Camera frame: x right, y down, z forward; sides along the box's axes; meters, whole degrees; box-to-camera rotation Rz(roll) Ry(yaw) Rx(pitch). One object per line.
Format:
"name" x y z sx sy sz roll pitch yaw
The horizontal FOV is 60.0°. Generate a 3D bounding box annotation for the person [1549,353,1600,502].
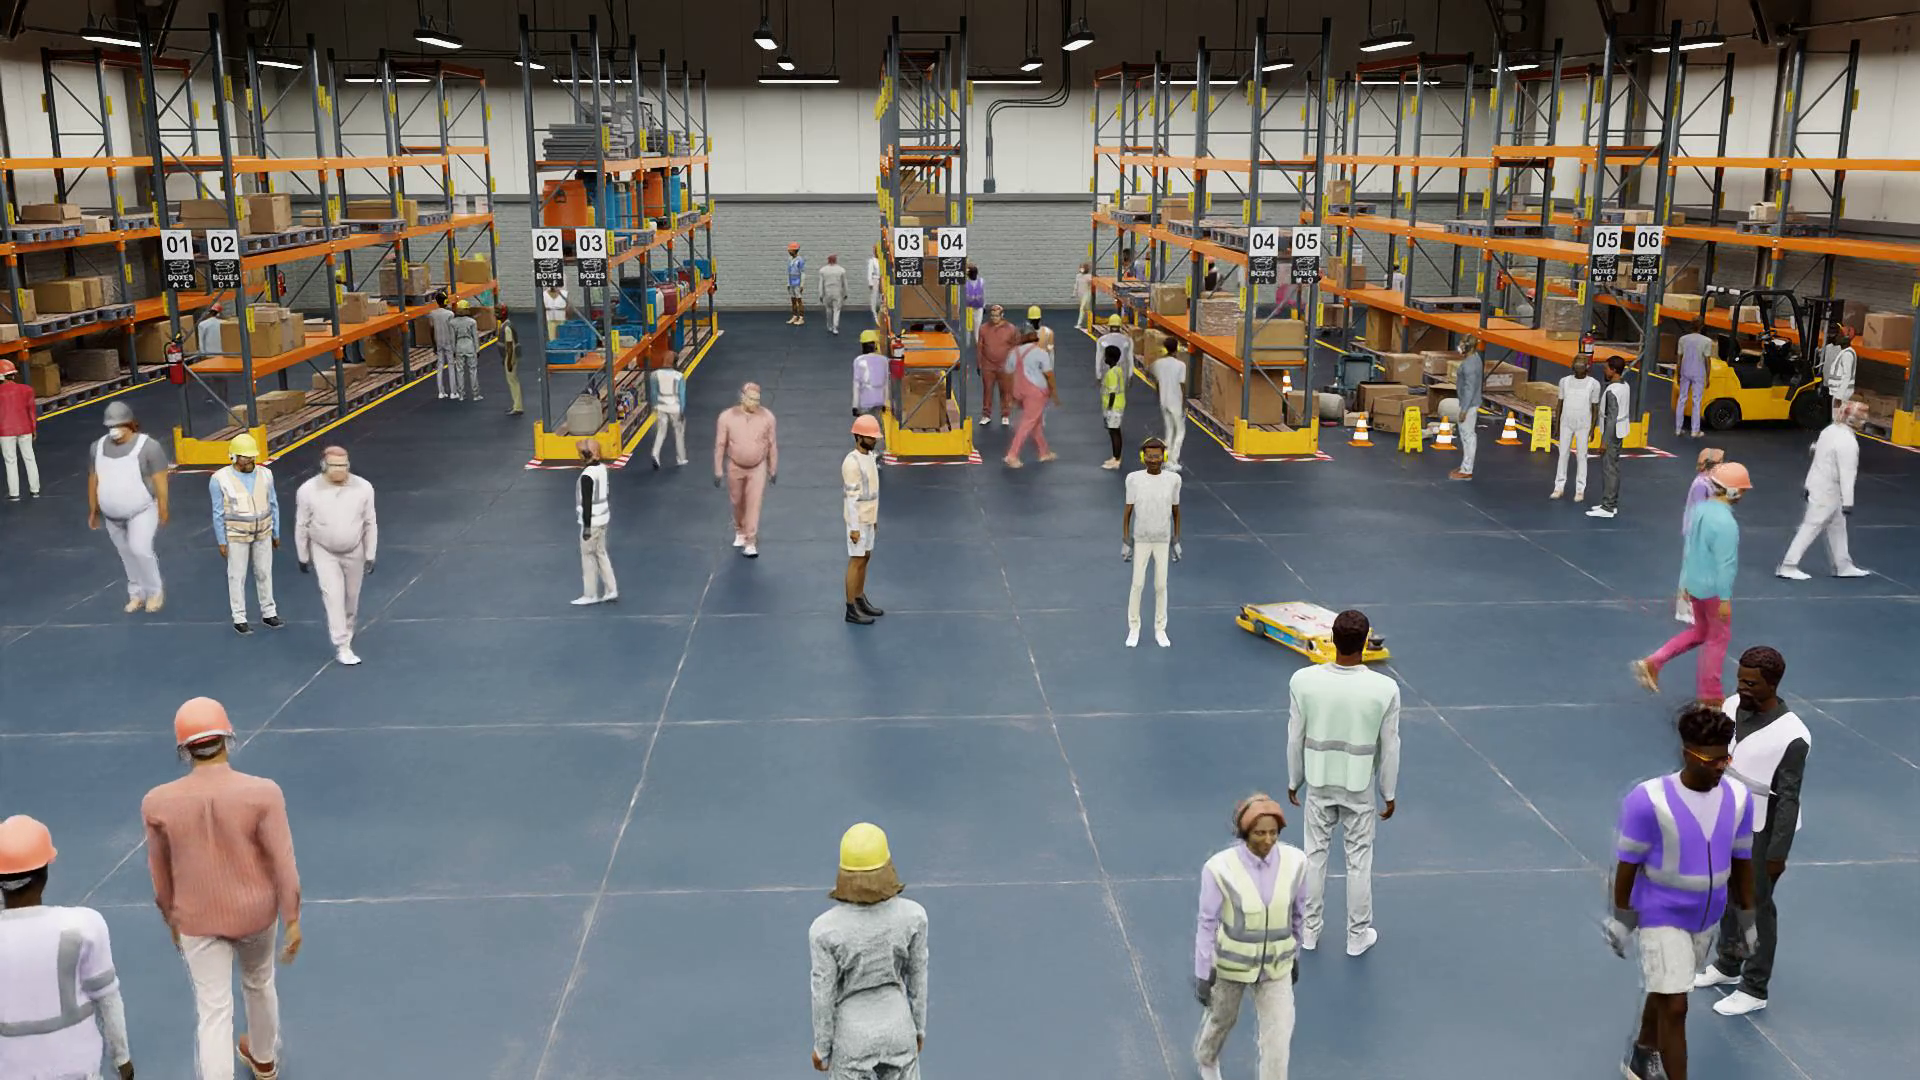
"person" 7.616 -1.395 20.593 0.508 1.846 0.342 9 16 33

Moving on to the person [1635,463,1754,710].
"person" 5.737 0.364 12.892 0.690 1.968 0.619 1 13 3

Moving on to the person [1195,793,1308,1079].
"person" 1.264 1.858 7.343 0.530 1.599 0.850 -3 14 -11

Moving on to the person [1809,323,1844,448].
"person" 12.590 -2.204 24.004 0.328 1.861 0.505 -2 13 -9

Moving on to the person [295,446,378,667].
"person" -5.348 0.092 14.282 0.647 1.864 0.914 -8 15 -31

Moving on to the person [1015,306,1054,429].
"person" 1.158 -2.665 25.827 0.622 1.903 0.688 0 13 1

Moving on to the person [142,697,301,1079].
"person" -3.262 1.675 7.412 0.618 1.948 0.959 -4 14 -18

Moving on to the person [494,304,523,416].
"person" -7.388 -2.960 27.271 0.404 1.832 0.577 -5 14 -20

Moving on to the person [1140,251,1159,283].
"person" 5.020 -6.830 44.074 0.509 1.632 0.269 0 13 2

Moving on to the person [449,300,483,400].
"person" -8.563 -3.283 28.829 0.484 1.737 0.305 0 13 -1

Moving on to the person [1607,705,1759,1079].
"person" 3.263 1.695 7.303 0.632 1.932 0.885 -4 14 -15

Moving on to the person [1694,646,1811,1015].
"person" 4.008 1.450 8.412 0.398 1.911 0.587 -2 13 -8

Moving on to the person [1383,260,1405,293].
"person" 10.104 -5.649 38.788 0.523 1.769 0.314 -1 13 -5

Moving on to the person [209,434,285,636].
"person" -6.404 -0.057 14.982 0.403 1.824 0.591 12 18 41

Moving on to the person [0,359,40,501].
"person" -11.767 -1.371 20.681 0.318 1.755 0.563 10 17 36

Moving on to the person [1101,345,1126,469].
"person" 2.089 -1.812 22.680 0.319 1.695 0.537 3 14 14

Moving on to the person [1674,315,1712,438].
"person" 11.087 -2.470 25.149 0.506 1.847 0.345 13 18 43

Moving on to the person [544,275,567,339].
"person" -8.901 -5.211 36.569 0.690 1.947 0.633 6 14 23

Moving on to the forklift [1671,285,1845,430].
"forklift" 12.503 -2.886 26.166 2.313 2.155 1.214 -1 13 -3

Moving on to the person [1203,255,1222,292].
"person" 5.441 -5.206 36.376 0.623 2.019 0.778 -3 14 -12

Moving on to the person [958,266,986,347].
"person" 0.273 -5.074 36.306 0.651 1.789 0.977 -3 14 -12

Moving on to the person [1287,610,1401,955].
"person" 2.059 1.311 8.975 0.594 1.919 0.387 5 14 20

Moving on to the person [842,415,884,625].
"person" -0.874 -0.198 15.333 0.376 1.932 0.551 4 14 15

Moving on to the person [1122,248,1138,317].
"person" 4.047 -6.217 40.919 0.745 1.888 0.623 -9 16 -32

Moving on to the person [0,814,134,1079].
"person" -3.425 1.980 6.201 0.548 1.909 0.882 -3 14 -13

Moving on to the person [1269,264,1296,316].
"person" 8.405 -6.646 43.082 0.646 1.731 0.551 4 14 17

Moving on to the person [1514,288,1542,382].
"person" 10.613 -3.815 31.040 0.340 1.752 0.564 -10 17 -36

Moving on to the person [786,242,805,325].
"person" -4.082 -6.322 41.043 0.379 2.041 0.616 -11 17 -39

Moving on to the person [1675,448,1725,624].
"person" 6.824 -0.046 15.346 0.314 1.631 0.523 8 15 30

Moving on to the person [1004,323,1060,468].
"person" 0.946 -2.039 22.907 1.030 2.000 0.698 -10 17 -36

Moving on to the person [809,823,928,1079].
"person" -0.363 1.958 6.616 0.487 1.741 0.313 -5 14 -19

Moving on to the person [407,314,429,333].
"person" -12.896 -5.744 39.519 0.538 1.613 0.626 4 14 17

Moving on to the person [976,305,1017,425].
"person" 0.576 -2.754 26.238 0.650 1.898 0.401 2 13 8

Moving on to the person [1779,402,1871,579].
"person" 8.803 -0.471 16.686 0.970 1.846 0.648 4 14 15

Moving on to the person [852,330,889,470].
"person" -1.234 -1.891 22.548 0.626 1.907 0.421 -12 18 -40

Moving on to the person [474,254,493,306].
"person" -11.946 -6.257 41.462 0.521 1.719 0.914 8 16 31

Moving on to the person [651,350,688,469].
"person" -3.993 -1.771 22.692 0.510 1.612 0.737 4 14 16

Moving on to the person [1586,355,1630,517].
"person" 7.735 -1.229 19.735 0.379 1.918 0.596 8 16 31

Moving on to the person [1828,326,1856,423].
"person" 12.304 -2.045 23.268 0.353 1.884 0.578 6 15 24

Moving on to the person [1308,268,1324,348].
"person" 7.782 -5.084 36.421 0.329 1.751 0.568 3 14 12

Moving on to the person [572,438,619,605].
"person" -3.497 -0.171 15.871 0.455 1.633 0.532 1 13 6

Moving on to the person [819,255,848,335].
"person" -2.979 -5.784 39.168 0.651 1.853 0.982 1 13 2

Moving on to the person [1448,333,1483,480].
"person" 6.676 -1.751 21.905 0.379 1.940 0.629 6 14 23

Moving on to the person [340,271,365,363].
"person" -12.436 -4.578 33.914 0.542 1.928 0.400 -11 17 -40

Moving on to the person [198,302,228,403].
"person" -12.764 -3.217 28.595 0.582 1.709 0.528 -8 15 -30

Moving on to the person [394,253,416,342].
"person" -12.536 -5.494 37.660 0.696 1.982 0.893 1 13 3

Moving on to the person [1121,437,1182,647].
"person" 1.682 0.020 14.550 0.536 1.869 0.314 0 13 0

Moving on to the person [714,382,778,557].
"person" -2.305 -0.774 17.968 0.684 1.906 0.762 -2 13 -8

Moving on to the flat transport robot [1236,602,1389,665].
"flat transport robot" 3.091 0.794 14.694 0.652 0.197 1.431 -5 14 -21

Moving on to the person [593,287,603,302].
"person" -8.174 -5.310 37.634 0.275 1.632 0.507 -9 16 -33

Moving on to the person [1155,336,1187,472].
"person" 2.893 -1.834 22.449 0.547 1.847 0.428 11 17 39

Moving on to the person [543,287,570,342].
"person" -8.039 -4.341 33.110 0.606 1.824 0.664 -2 13 -10

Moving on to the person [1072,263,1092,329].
"person" 3.032 -5.946 40.416 0.854 1.592 0.500 -11 17 -40

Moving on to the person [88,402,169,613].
"person" -7.801 -0.307 15.566 0.692 2.000 0.552 1 13 5

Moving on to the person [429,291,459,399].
"person" -8.978 -3.394 29.013 0.514 1.872 0.328 3 14 13

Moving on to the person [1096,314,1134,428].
"person" 2.390 -2.583 25.690 0.596 1.818 0.421 0 13 1
